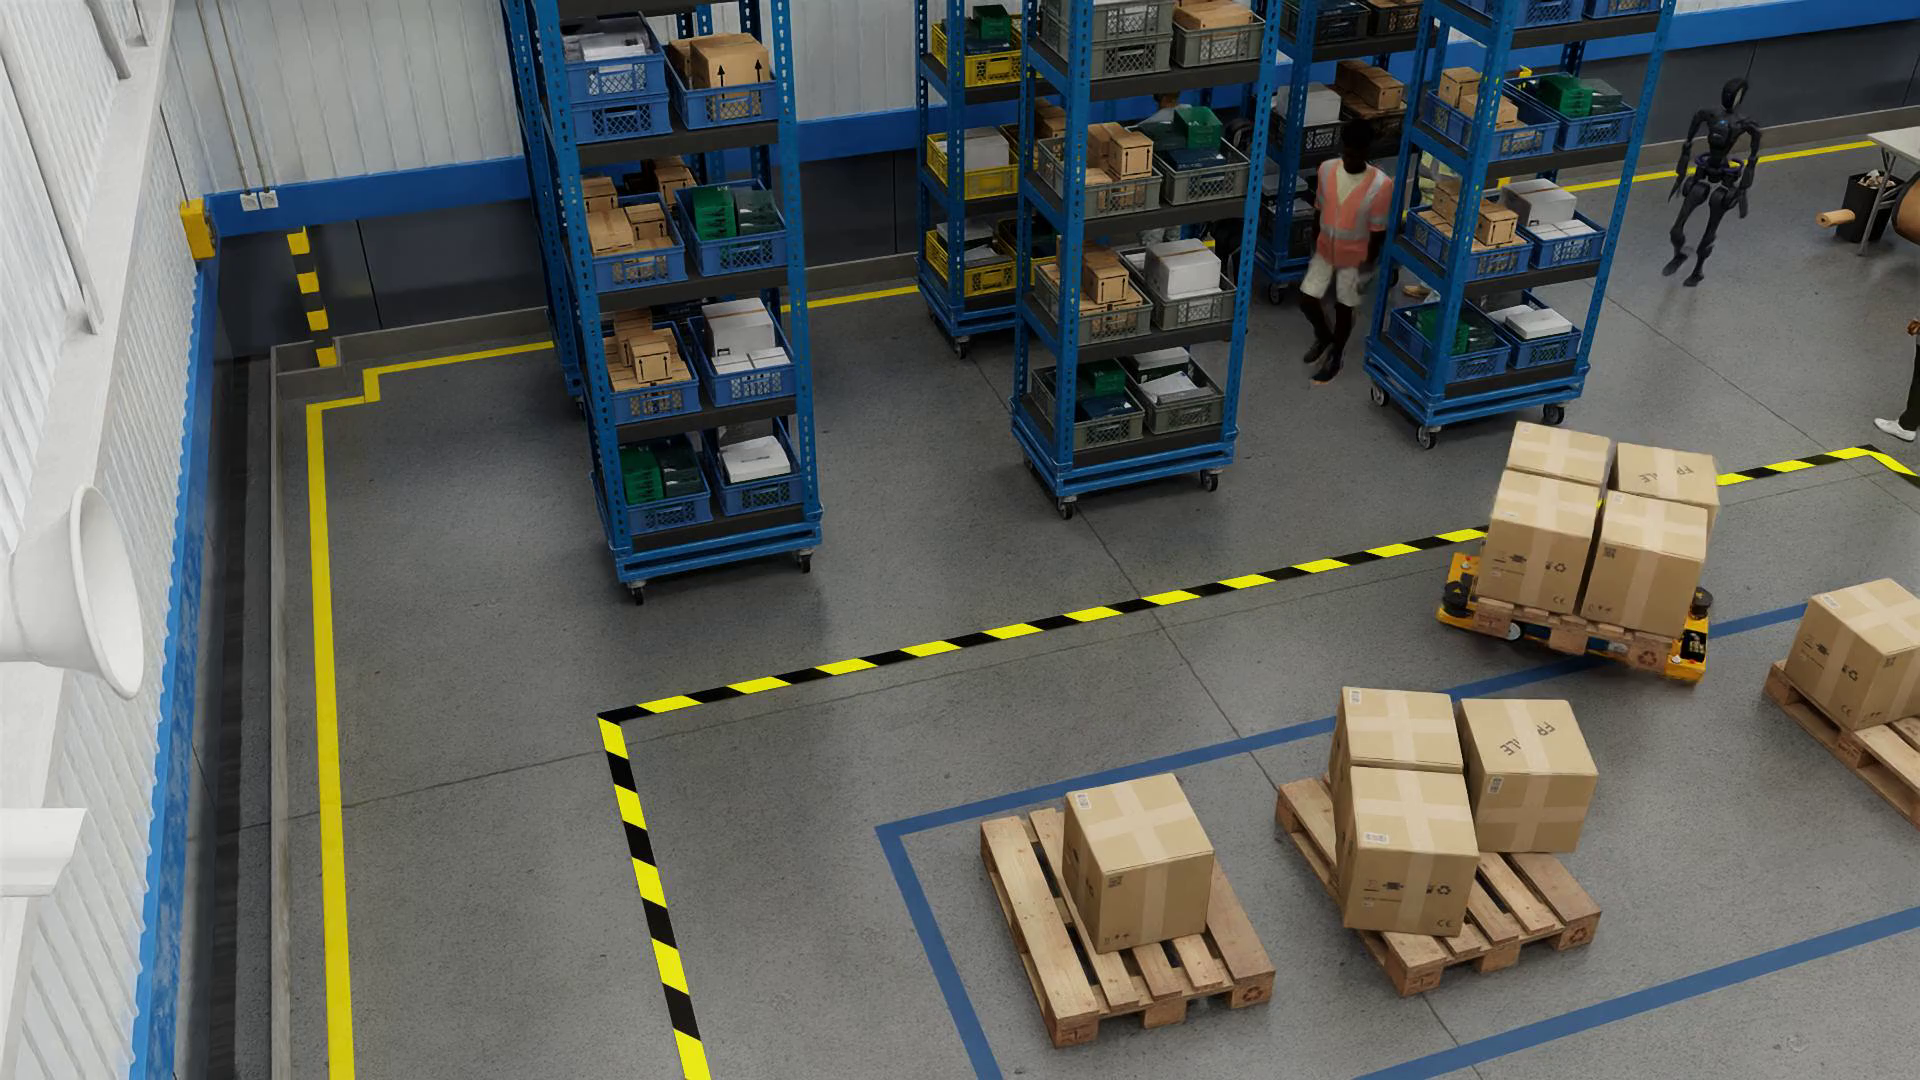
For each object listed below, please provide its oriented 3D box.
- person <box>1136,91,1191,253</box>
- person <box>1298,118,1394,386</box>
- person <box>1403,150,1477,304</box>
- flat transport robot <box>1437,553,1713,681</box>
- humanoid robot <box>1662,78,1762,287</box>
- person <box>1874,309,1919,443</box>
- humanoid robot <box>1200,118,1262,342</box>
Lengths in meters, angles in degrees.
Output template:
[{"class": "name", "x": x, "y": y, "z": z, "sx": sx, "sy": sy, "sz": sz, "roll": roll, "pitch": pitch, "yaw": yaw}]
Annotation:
[{"class": "person", "x": 1.467, "y": -2.508, "z": 12.164, "sx": 0.627, "sy": 1.939, "sz": 0.373, "roll": -26, "pitch": 43, "yaw": -32}, {"class": "person", "x": 2.602, "y": -1.949, "z": 11.369, "sx": 0.603, "sy": 1.939, "sz": 0.432, "roll": 28, "pitch": 44, "yaw": 33}, {"class": "person", "x": 3.574, "y": -2.540, "z": 12.293, "sx": 0.429, "sy": 1.841, "sz": 0.633, "roll": 6, "pitch": 36, "yaw": 8}, {"class": "flat transport robot", "x": 3.514, "y": 0.373, "z": 9.503, "sx": 1.431, "sy": 0.197, "sz": 0.652, "roll": 13, "pitch": 37, "yaw": 18}, {"class": "humanoid robot", "x": 5.757, "y": -2.715, "z": 12.685, "sx": 0.603, "sy": 1.648, "sz": 0.336, "roll": 27, "pitch": 43, "yaw": 33}, {"class": "person", "x": 6.444, "y": -1.507, "z": 10.820, "sx": 0.592, "sy": 1.849, "sz": 0.395, "roll": -10, "pitch": 36, "yaw": -14}, {"class": "humanoid robot", "x": 1.970, "y": -2.242, "z": 11.998, "sx": 0.315, "sy": 1.657, "sz": 0.599, "roll": -17, "pitch": 39, "yaw": -23}]
